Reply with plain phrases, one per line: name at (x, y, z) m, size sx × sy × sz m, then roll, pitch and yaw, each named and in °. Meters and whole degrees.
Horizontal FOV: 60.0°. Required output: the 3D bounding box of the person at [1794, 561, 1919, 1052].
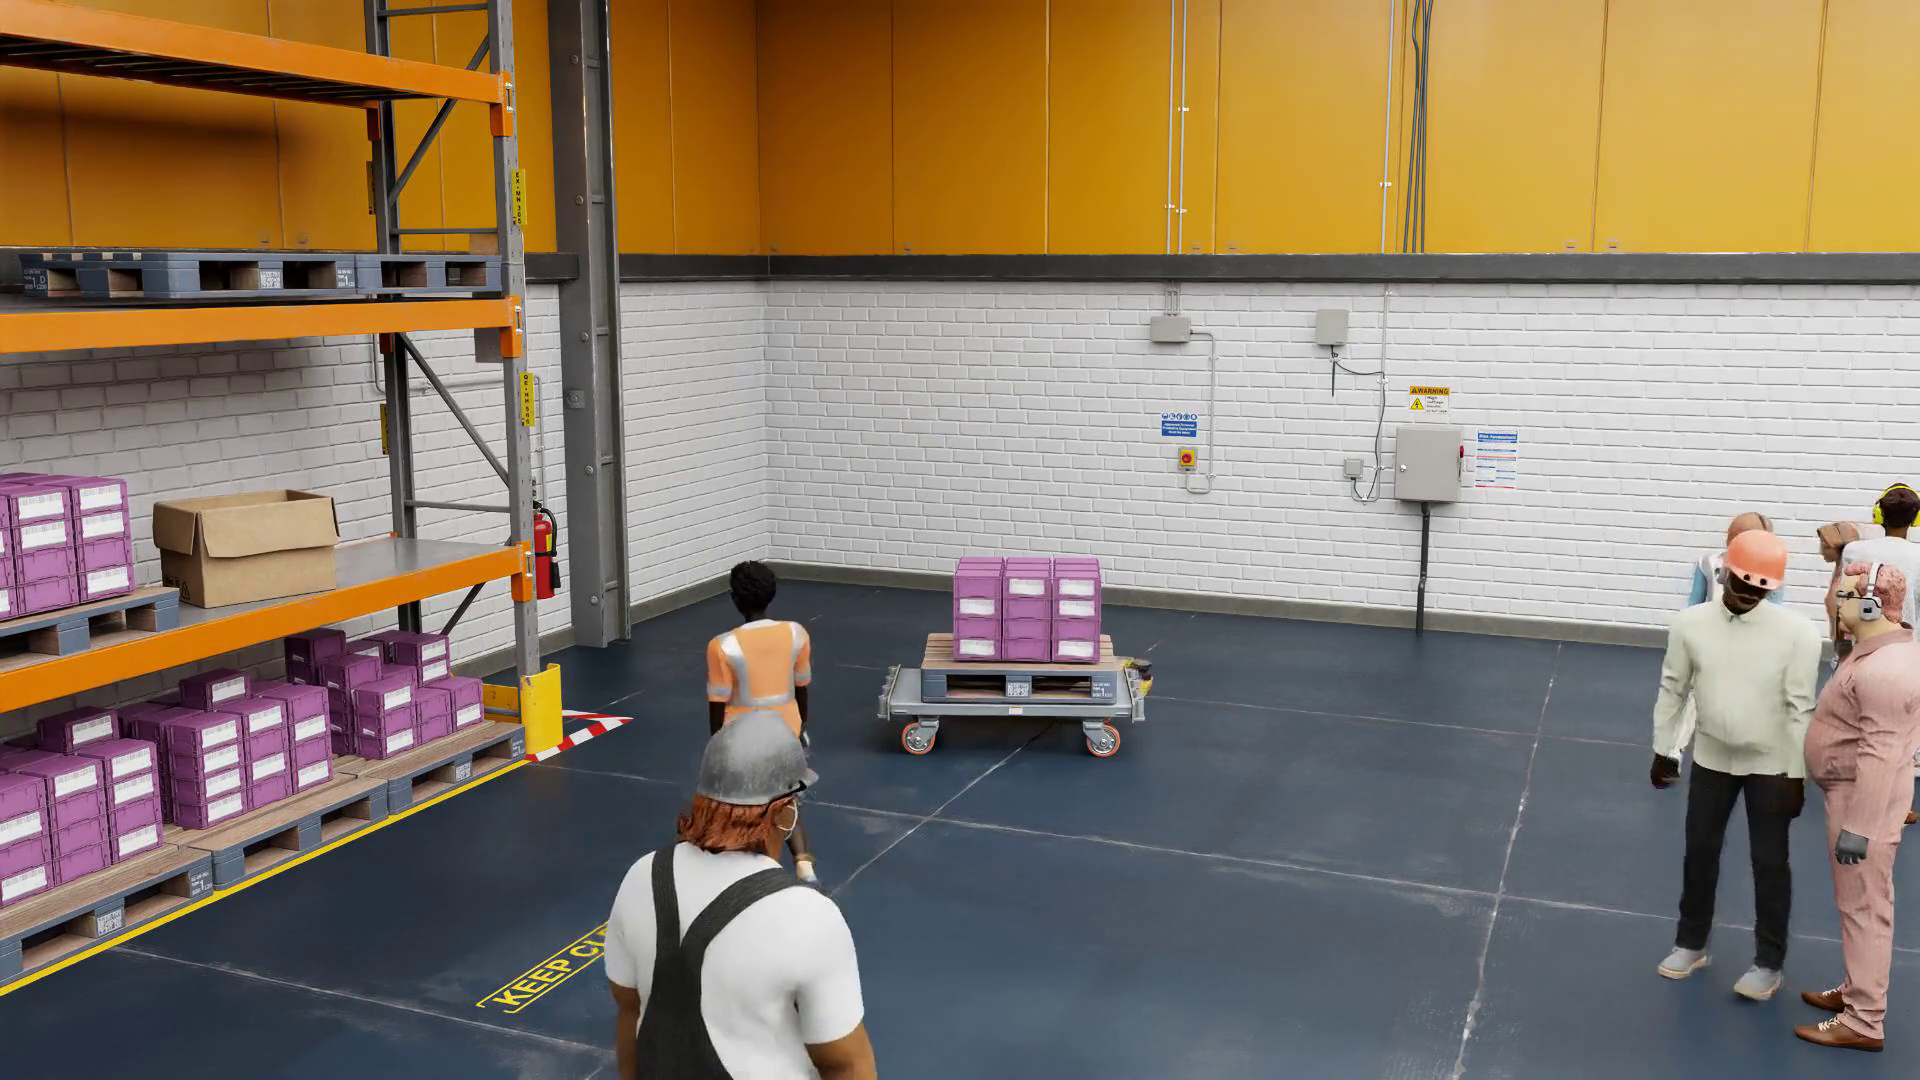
person at (3.497, 1.024, 6.487) m, size 0.401 × 1.906 × 0.650 m, roll 6°, pitch 11°, yaw 32°

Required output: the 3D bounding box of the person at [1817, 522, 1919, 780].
person at (5.233, 0.664, 9.736) m, size 1.004 × 1.548 × 0.529 m, roll 3°, pitch 10°, yaw 19°

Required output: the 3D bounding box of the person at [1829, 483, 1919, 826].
person at (5.020, 0.624, 9.021) m, size 0.532 × 1.869 × 0.315 m, roll 8°, pitch 12°, yaw 39°

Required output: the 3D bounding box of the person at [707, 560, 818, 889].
person at (-0.911, 0.929, 7.700) m, size 0.546 × 1.683 × 0.535 m, roll -6°, pitch 11°, yaw -33°

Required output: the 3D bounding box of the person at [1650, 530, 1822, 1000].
person at (3.207, 0.919, 6.928) m, size 0.678 × 1.972 × 0.442 m, roll 9°, pitch 13°, yaw 42°

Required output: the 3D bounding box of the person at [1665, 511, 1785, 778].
person at (4.451, 0.646, 9.657) m, size 0.513 × 1.616 × 0.535 m, roll -9°, pitch 13°, yaw -44°

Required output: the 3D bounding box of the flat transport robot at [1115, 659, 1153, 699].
flat transport robot at (0.613, 0.966, 11.782) m, size 1.431 × 0.197 × 0.652 m, roll 2°, pitch 10°, yaw 14°
